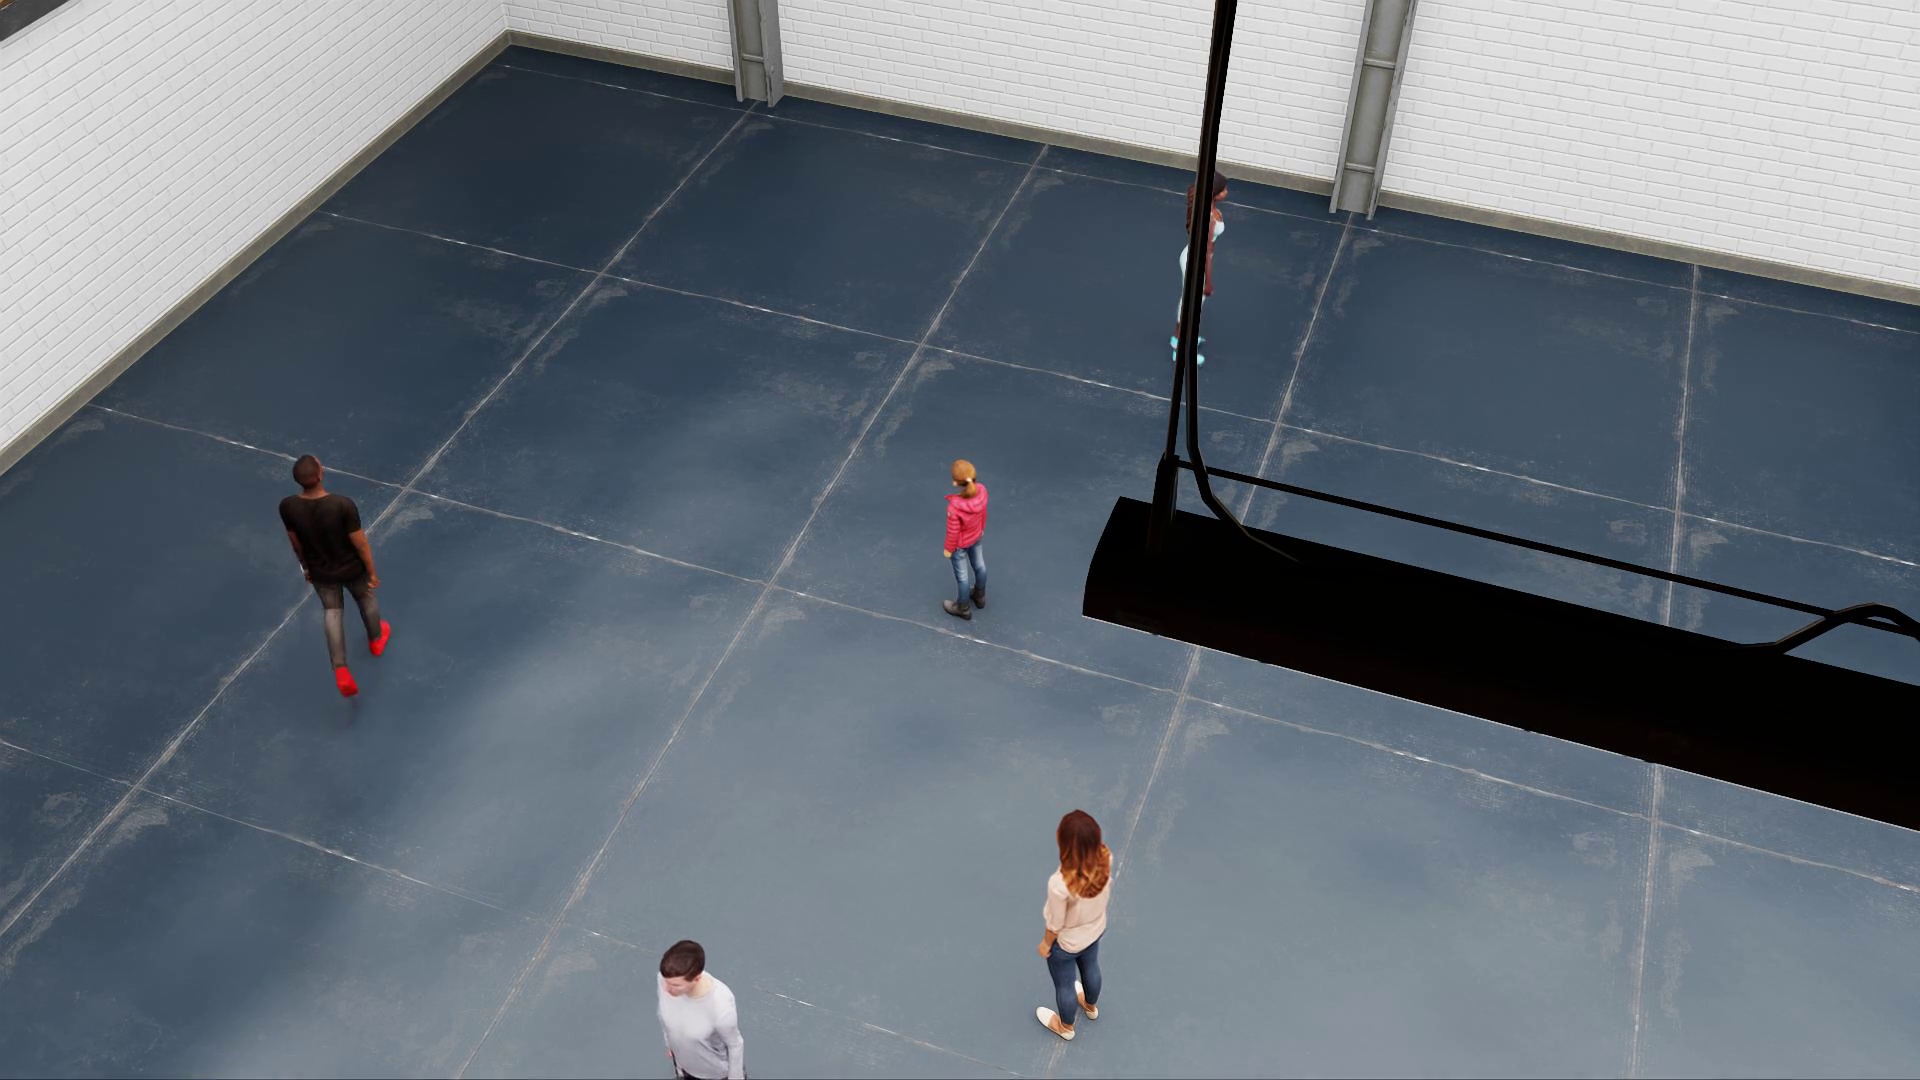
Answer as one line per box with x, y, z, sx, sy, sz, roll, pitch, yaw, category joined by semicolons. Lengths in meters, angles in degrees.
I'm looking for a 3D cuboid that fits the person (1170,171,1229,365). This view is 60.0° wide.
1.866;-2.155;13.118;0.650;1.719;0.647;-4;44;-4;person

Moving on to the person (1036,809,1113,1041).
0.606;2.027;8.678;0.674;1.790;0.681;-30;51;-28;person

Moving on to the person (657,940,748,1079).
-1.242;2.505;8.135;0.566;1.847;0.734;25;49;24;person

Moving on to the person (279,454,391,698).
-3.979;0.239;10.557;1.083;1.787;1.006;-4;44;-5;person

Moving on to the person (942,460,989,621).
0.052;-0.006;11.156;0.606;1.314;0.586;34;53;31;person
